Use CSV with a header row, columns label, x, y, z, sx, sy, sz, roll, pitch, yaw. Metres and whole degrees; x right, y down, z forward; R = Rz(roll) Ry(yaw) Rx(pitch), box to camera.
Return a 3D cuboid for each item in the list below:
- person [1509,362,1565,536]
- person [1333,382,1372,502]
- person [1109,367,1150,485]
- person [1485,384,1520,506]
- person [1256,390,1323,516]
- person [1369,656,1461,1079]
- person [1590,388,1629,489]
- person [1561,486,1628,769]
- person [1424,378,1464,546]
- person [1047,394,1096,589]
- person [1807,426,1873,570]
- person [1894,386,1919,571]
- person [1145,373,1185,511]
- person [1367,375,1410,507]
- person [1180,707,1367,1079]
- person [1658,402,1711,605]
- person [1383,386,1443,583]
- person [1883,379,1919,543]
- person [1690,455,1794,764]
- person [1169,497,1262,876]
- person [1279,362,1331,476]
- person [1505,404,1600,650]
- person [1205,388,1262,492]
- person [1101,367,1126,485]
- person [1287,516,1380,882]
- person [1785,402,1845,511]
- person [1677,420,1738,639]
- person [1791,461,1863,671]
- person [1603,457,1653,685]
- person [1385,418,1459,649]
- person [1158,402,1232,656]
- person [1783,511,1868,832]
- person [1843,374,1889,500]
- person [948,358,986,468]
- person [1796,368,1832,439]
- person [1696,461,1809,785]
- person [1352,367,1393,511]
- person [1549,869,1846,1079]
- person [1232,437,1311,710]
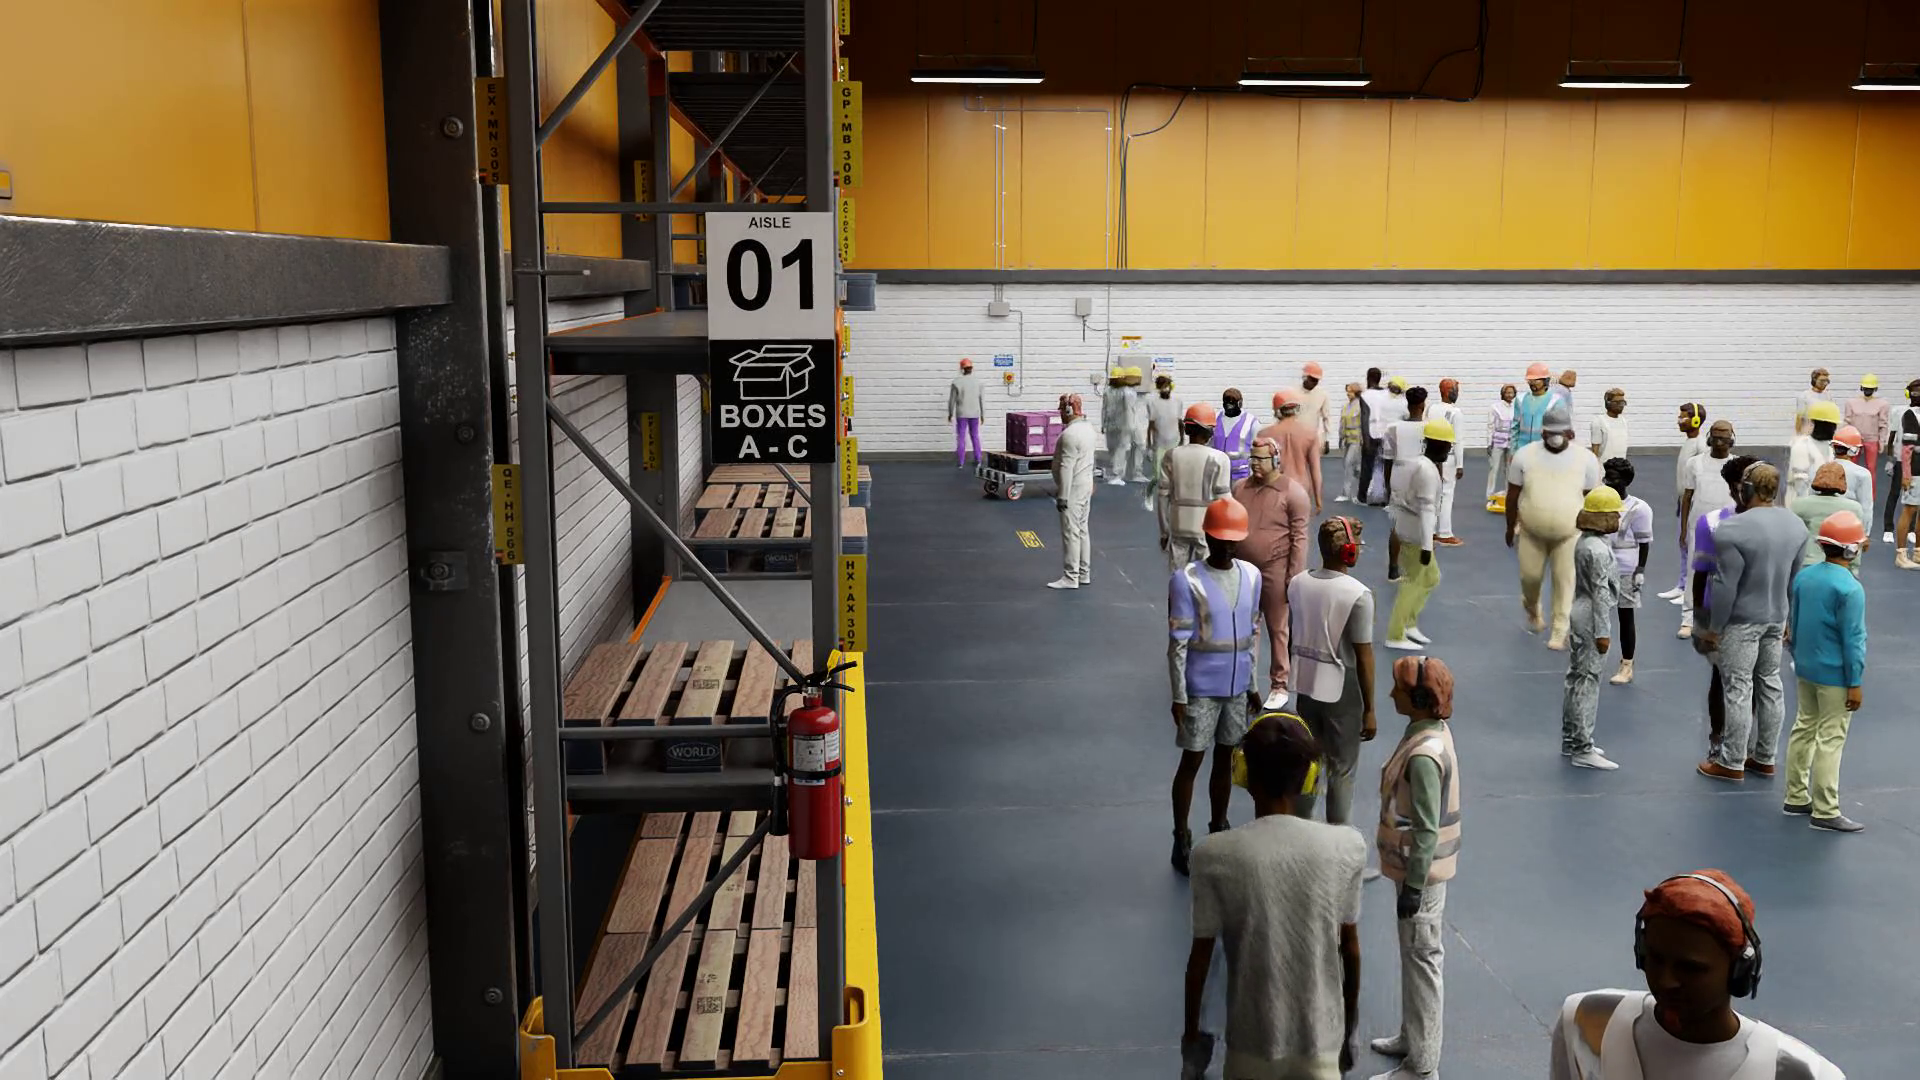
label,x,y,z,sx,sy,sz,roll,pitch,yaw
person,6.624,-1.028,19.167,0.613,2.041,0.393,8,12,43
person,5.329,-1.325,22.365,0.677,1.614,0.527,-4,10,-25
person,2.513,-1.651,24.124,0.723,1.706,0.518,2,9,12
person,7.084,-1.213,21.611,0.544,1.637,0.315,0,9,-2
person,3.136,-0.453,15.916,0.661,1.944,1.024,0,9,3
person,1.707,1.235,6.219,0.306,1.639,0.523,3,9,16
person,6.913,-0.696,17.702,0.506,1.846,0.345,-5,10,-29
person,3.935,0.532,10.306,0.294,1.744,0.486,1,9,7
person,5.440,-0.878,18.716,0.337,1.882,0.585,-4,10,-26
person,1.088,-0.474,16.168,0.401,1.895,0.652,4,10,22
person,7.524,-0.097,14.223,0.324,1.752,0.560,-6,11,-33
person,9.957,-0.703,17.120,0.605,2.045,0.378,-3,10,-18
person,2.556,-1.193,20.872,0.575,1.837,0.656,-2,9,-15
person,5.574,-1.282,21.664,0.548,1.743,0.409,1,9,4
person,0.873,1.388,4.610,0.555,1.856,0.374,0,9,1
person,6.724,-0.333,15.341,0.333,1.872,0.515,1,9,6
person,4.453,-0.534,16.352,0.605,1.959,0.379,6,11,33
person,10.769,-0.892,18.846,0.518,1.874,0.330,2,9,10
person,4.828,0.457,10.239,0.653,1.953,0.485,2,9,12
person,1.312,0.736,8.425,0.549,1.932,0.373,-5,10,-28
person,4.359,-1.280,21.053,0.642,1.933,0.962,-1,9,-4
person,4.822,-0.138,13.583,0.719,2.000,0.657,4,10,23
person,2.877,-0.696,17.715,0.622,1.843,0.429,5,10,27
person,2.319,-1.691,24.351,0.498,1.711,0.747,5,10,29
person,1.853,0.794,8.336,0.389,1.847,0.566,-6,11,-31
person,7.786,-0.297,15.067,0.612,1.891,0.885,-5,10,-29
person,6.246,-0.074,13.800,0.508,1.845,0.345,4,10,26
person,6.566,0.212,12.656,0.507,1.632,0.275,6,11,35
person,4.862,0.226,12.375,0.316,1.695,0.541,-6,11,-34
person,3.733,-0.042,13.499,0.565,1.891,0.603,1,9,8
person,1.871,-0.071,13.197,0.639,2.040,0.406,6,11,33
person,4.786,0.711,9.139,0.320,1.754,0.571,-1,9,-4
person,11.780,-1.286,21.680,0.525,1.760,0.347,7,11,36
person,0.105,-2.005,26.258,0.571,1.735,0.403,-4,10,-24
person,11.004,-1.292,21.448,0.505,1.846,0.346,-3,9,-16
person,4.723,0.494,9.935,0.630,1.940,0.372,-3,10,-20
person,5.446,-1.308,21.597,0.586,1.848,1.031,-3,10,-20
person,1.426,1.571,3.345,0.584,1.882,0.346,7,12,38
person,2.119,0.231,11.689,0.641,1.908,0.407,9,12,43
